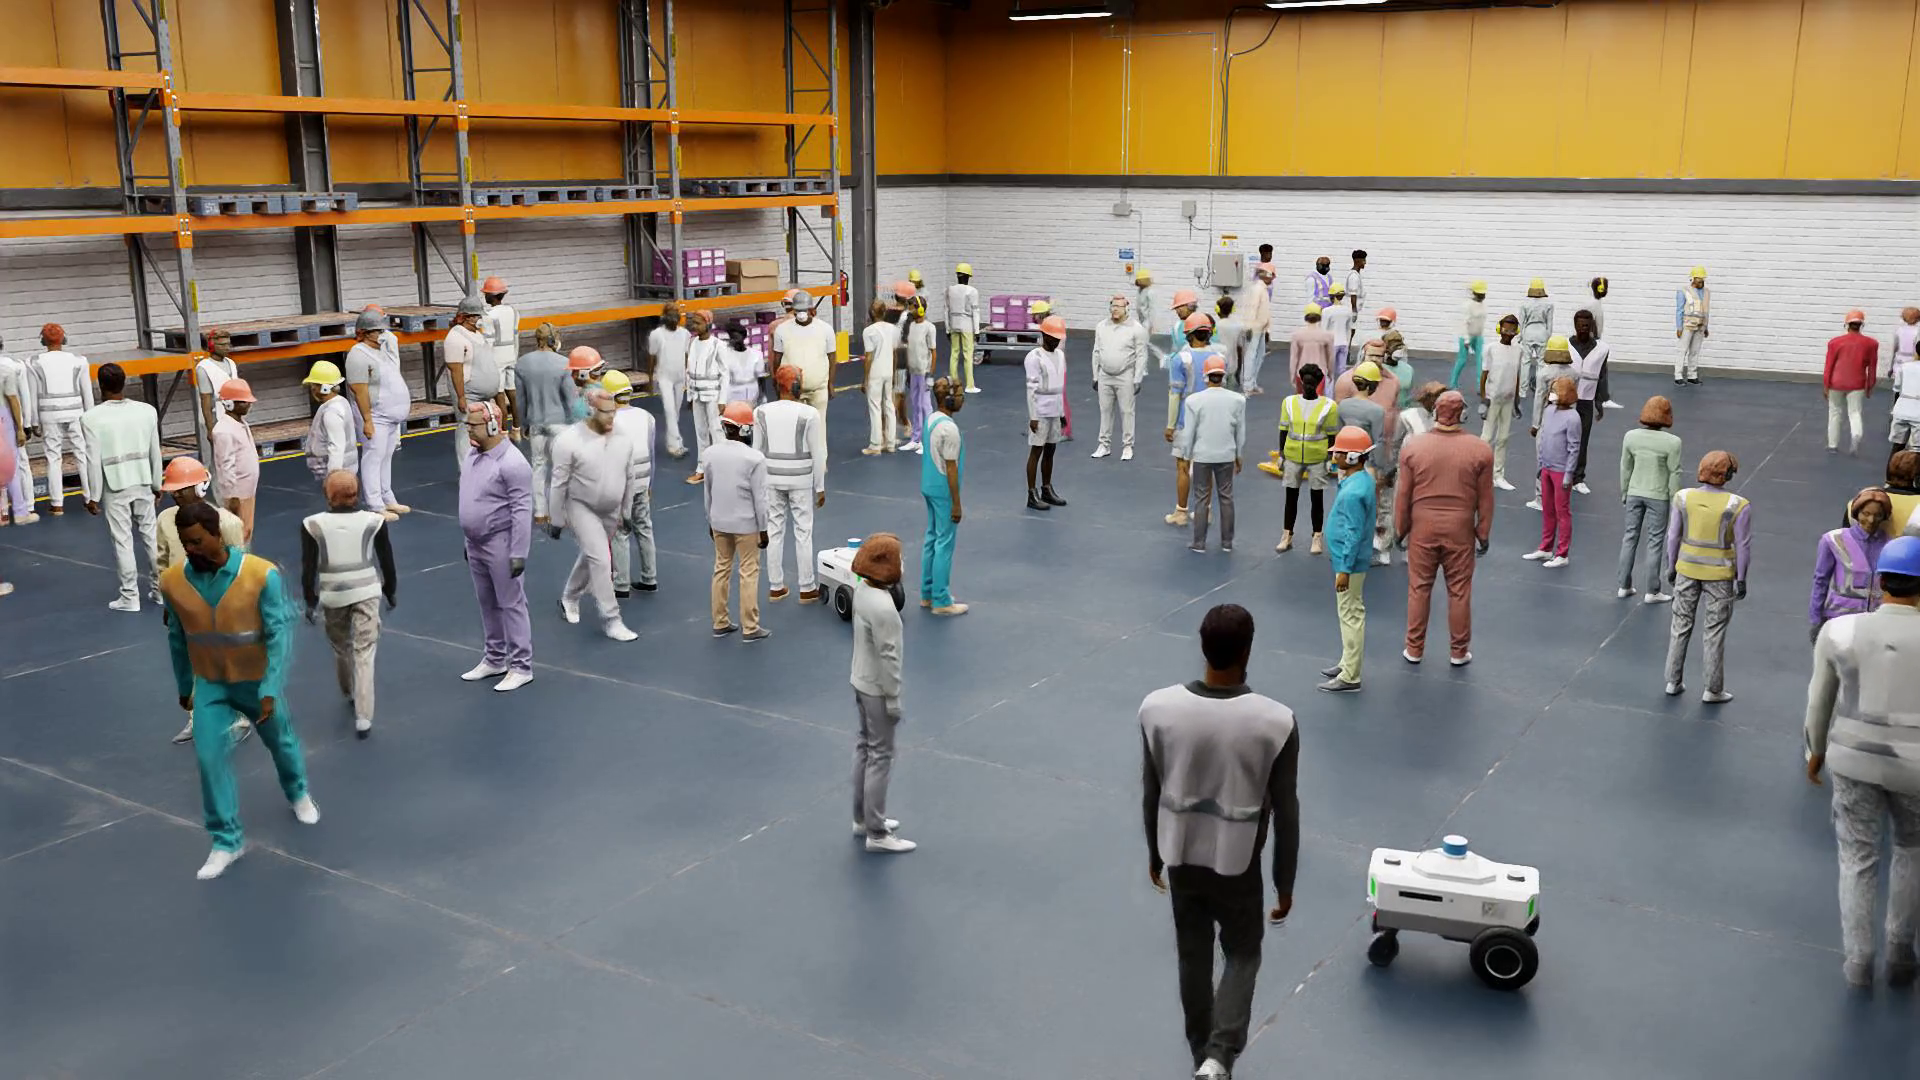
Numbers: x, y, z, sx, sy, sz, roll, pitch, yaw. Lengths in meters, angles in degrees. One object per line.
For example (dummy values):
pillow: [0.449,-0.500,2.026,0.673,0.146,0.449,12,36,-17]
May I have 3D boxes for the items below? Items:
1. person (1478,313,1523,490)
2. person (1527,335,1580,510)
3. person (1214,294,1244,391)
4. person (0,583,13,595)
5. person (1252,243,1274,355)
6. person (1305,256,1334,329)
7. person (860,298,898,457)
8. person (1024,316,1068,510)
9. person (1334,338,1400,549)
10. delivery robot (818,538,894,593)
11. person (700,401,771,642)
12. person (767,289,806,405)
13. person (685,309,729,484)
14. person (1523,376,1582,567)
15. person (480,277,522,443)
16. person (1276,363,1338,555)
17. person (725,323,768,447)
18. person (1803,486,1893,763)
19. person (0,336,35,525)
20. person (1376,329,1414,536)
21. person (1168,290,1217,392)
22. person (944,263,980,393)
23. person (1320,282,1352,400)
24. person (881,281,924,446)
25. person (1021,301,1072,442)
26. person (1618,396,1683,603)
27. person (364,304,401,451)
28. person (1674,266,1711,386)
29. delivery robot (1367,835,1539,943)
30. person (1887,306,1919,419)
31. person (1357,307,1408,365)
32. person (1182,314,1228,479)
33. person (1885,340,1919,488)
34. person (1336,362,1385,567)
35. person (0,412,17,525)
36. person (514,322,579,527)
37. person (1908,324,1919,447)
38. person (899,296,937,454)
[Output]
person: [5.668,-1.436,17.427,0.517,1.865,0.327,-4,14,-18]
person: [5.897,-1.166,16.539,0.480,1.733,0.346,-5,14,-19]
person: [3.160,-2.012,19.939,0.524,1.856,0.442,-2,13,-8]
person: [-7.926,-0.525,13.182,0.617,1.993,0.396,3,13,14]
person: [5.354,-4.255,29.443,0.361,1.954,0.617,5,14,19]
person: [6.028,-3.822,27.852,0.628,1.835,0.430,-12,17,-42]
person: [-0.950,-1.901,19.480,0.336,1.845,0.513,12,18,43]
person: [0.884,-1.269,16.560,0.379,1.927,0.542,11,17,40]
person: [3.618,-0.837,14.743,0.642,1.905,0.401,-4,14,-18]
delivery robot: [-0.813,0.232,12.851,0.477,0.478,0.707,-8,15,-31]
person: [-1.601,-0.138,12.058,0.567,1.743,0.351,8,15,30]
person: [-1.898,-1.873,19.052,0.622,1.983,0.392,6,14,24]
person: [-2.700,-1.511,17.702,0.583,1.882,0.337,10,16,38]
person: [5.100,-0.588,14.240,0.280,1.636,0.504,-3,13,-12]
person: [-5.581,-2.157,20.149,0.365,2.048,0.605,6,14,23]
person: [3.053,-0.717,14.668,0.533,1.698,0.318,6,14,23]
person: [-2.379,-1.557,18.360,0.516,1.673,0.509,-7,15,-29]
person: [5.130,0.495,9.537,0.522,1.639,0.305,1,13,3]
person: [-9.152,-1.086,15.864,0.355,1.882,0.574,9,16,35]
person: [3.862,-0.947,15.135,0.627,1.940,0.371,-7,15,-27]
person: [2.608,-1.805,18.729,0.417,2.000,0.654,-11,17,-40]
person: [0.041,-3.136,24.679,0.585,1.918,0.379,7,15,29]
person: [5.194,-2.685,23.078,0.518,1.756,0.344,-7,15,-28]
person: [-0.664,-2.148,20.246,0.973,1.985,0.618,-11,17,-39]
person: [1.094,-2.081,20.539,0.632,1.721,0.525,0,13,-1]
person: [5.428,-0.320,13.090,0.282,1.632,0.500,-10,16,-37]
person: [-6.913,-1.927,19.791,0.574,1.749,0.333,8,15,31]
person: [11.219,-3.270,25.448,0.590,1.833,0.404,-4,14,-18]
delivery robot: [2.138,1.527,7.233,0.707,0.478,0.477,4,14,19]
person: [12.044,-2.158,21.116,0.615,1.604,0.537,-8,15,-33]
person: [5.029,-1.897,19.703,0.599,1.722,0.714,9,15,33]
person: [2.590,-1.470,17.591,0.519,1.857,0.505,0,13,2]
person: [9.767,-1.247,16.998,0.319,1.686,0.539,-6,14,-25]
person: [3.425,-0.643,14.223,0.341,1.760,0.526,-8,15,-31]
person: [-7.774,-0.526,13.089,0.645,2.000,0.733,0,13,0]
person: [-3.884,-1.084,15.738,0.635,1.934,0.350,4,13,15]
person: [11.733,-2.022,20.005,0.508,1.846,0.345,0,13,0]
person: [-0.485,-1.951,19.659,0.327,1.865,0.517,-10,16,-37]
